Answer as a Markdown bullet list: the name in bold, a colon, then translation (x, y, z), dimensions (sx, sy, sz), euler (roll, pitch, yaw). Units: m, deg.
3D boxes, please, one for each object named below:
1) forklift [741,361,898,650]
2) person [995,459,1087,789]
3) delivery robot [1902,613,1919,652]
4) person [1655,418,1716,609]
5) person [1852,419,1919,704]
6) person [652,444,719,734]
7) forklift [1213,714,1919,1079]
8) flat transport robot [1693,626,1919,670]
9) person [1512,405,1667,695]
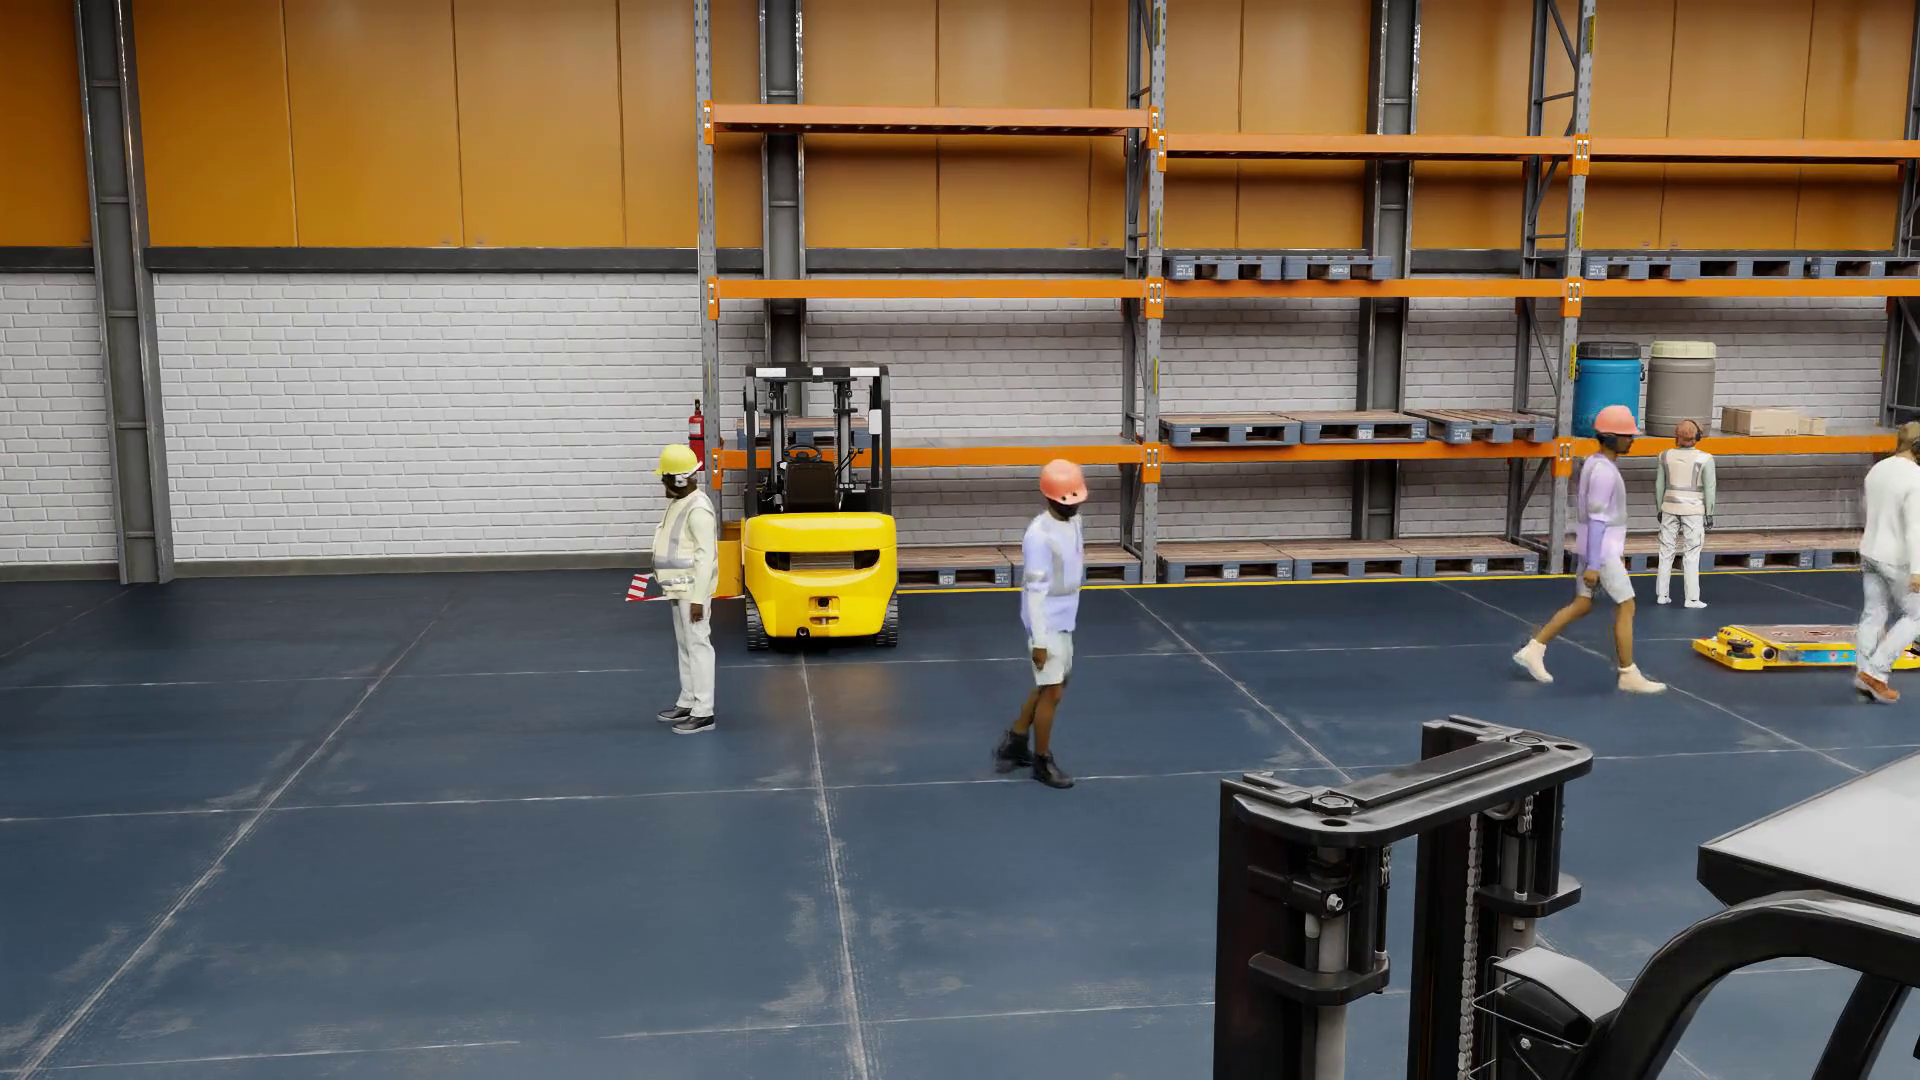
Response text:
- **forklift**: translation (-1.154, -0.340, 13.365), dimensions (1.214, 2.155, 2.313), euler (-1, 9, -7)
- **person**: translation (0.452, 0.460, 9.347), dimensions (0.687, 1.886, 0.618), euler (5, 10, 27)
- **delivery robot**: translation (7.368, 0.606, 12.270), dimensions (0.707, 0.478, 0.477), euler (0, 9, -1)
- **person**: translation (6.249, -0.224, 14.358), dimensions (0.309, 1.645, 0.514), euler (-8, 12, -41)
- **person**: translation (6.243, 0.155, 11.118), dimensions (0.410, 1.919, 0.657), euler (-1, 9, -7)
- **person**: translation (-1.731, 0.304, 10.498), dimensions (0.404, 1.825, 0.587), euler (-4, 10, -23)
- **forklift**: translation (1.441, 1.425, 2.350), dimensions (1.214, 2.155, 2.313), euler (-7, 12, -39)
- **flat transport robot**: translation (6.286, 0.786, 12.319), dimensions (1.431, 0.197, 0.652), euler (0, 9, -1)
- **person**: translation (4.377, 0.058, 11.494), dimensions (0.970, 2.008, 0.608), euler (2, 9, 14)
